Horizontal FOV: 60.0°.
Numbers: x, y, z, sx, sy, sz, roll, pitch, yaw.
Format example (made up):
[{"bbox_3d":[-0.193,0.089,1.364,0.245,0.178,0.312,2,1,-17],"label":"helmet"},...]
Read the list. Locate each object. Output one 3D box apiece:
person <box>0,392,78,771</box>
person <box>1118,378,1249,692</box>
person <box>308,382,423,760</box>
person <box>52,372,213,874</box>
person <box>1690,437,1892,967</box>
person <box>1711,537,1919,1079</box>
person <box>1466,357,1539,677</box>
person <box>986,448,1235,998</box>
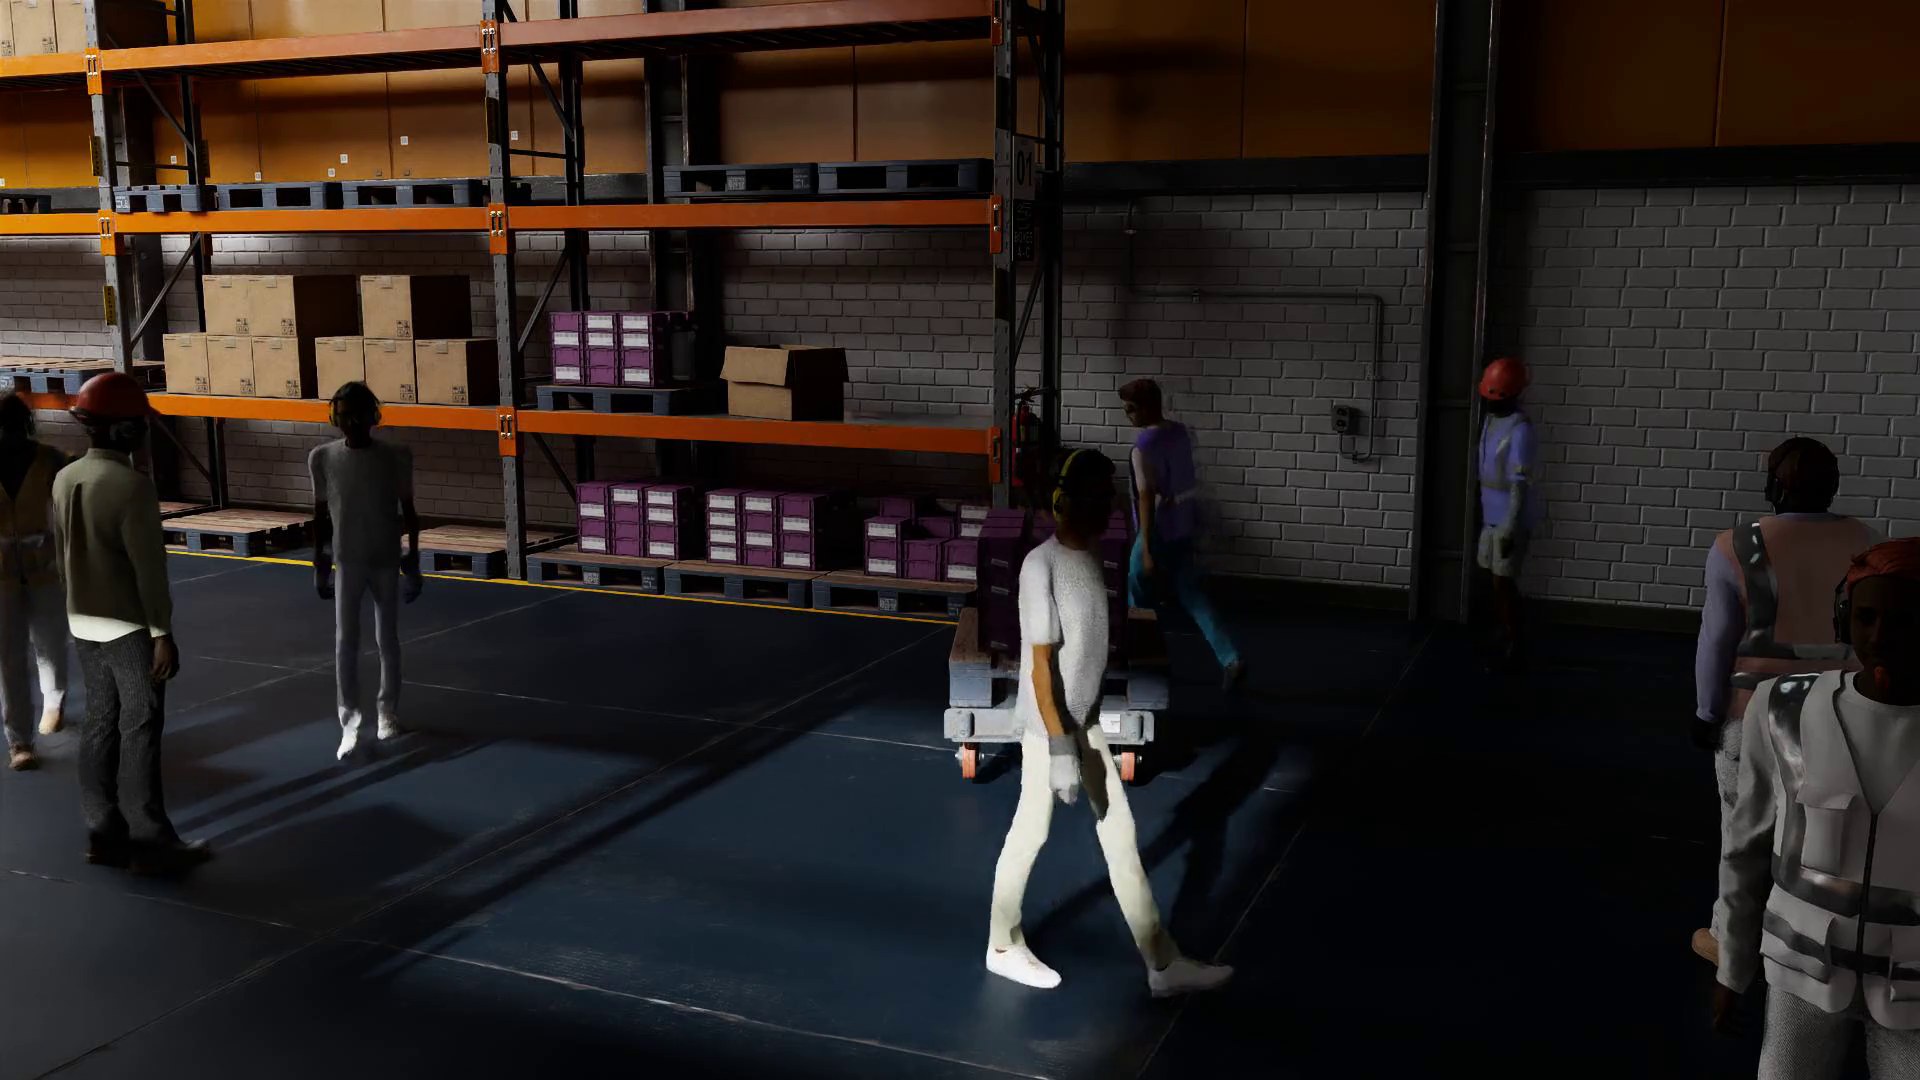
[{"bbox_3d":[-4.636,0.158,8.255,0.637,1.805,0.939,-5,11,-28],"label":"person"},{"bbox_3d":[1.189,-0.021,9.349,0.910,1.789,0.628,8,12,39],"label":"person"},{"bbox_3d":[-2.932,0.146,8.224,0.518,1.836,0.810,-3,10,-17],"label":"person"},{"bbox_3d":[-3.333,0.328,6.646,0.615,1.994,0.393,6,11,32],"label":"person"},{"bbox_3d":[2.795,0.572,5.646,0.625,1.844,0.429,0,9,3],"label":"person"},{"bbox_3d":[1.846,0.926,3.400,0.583,1.882,0.350,7,12,36],"label":"person"},{"bbox_3d":[3.162,-0.132,9.720,0.485,1.887,0.676,-1,9,-3],"label":"person"},{"bbox_3d":[0.441,0.623,5.365,0.924,1.825,0.566,6,11,33],"label":"person"}]
